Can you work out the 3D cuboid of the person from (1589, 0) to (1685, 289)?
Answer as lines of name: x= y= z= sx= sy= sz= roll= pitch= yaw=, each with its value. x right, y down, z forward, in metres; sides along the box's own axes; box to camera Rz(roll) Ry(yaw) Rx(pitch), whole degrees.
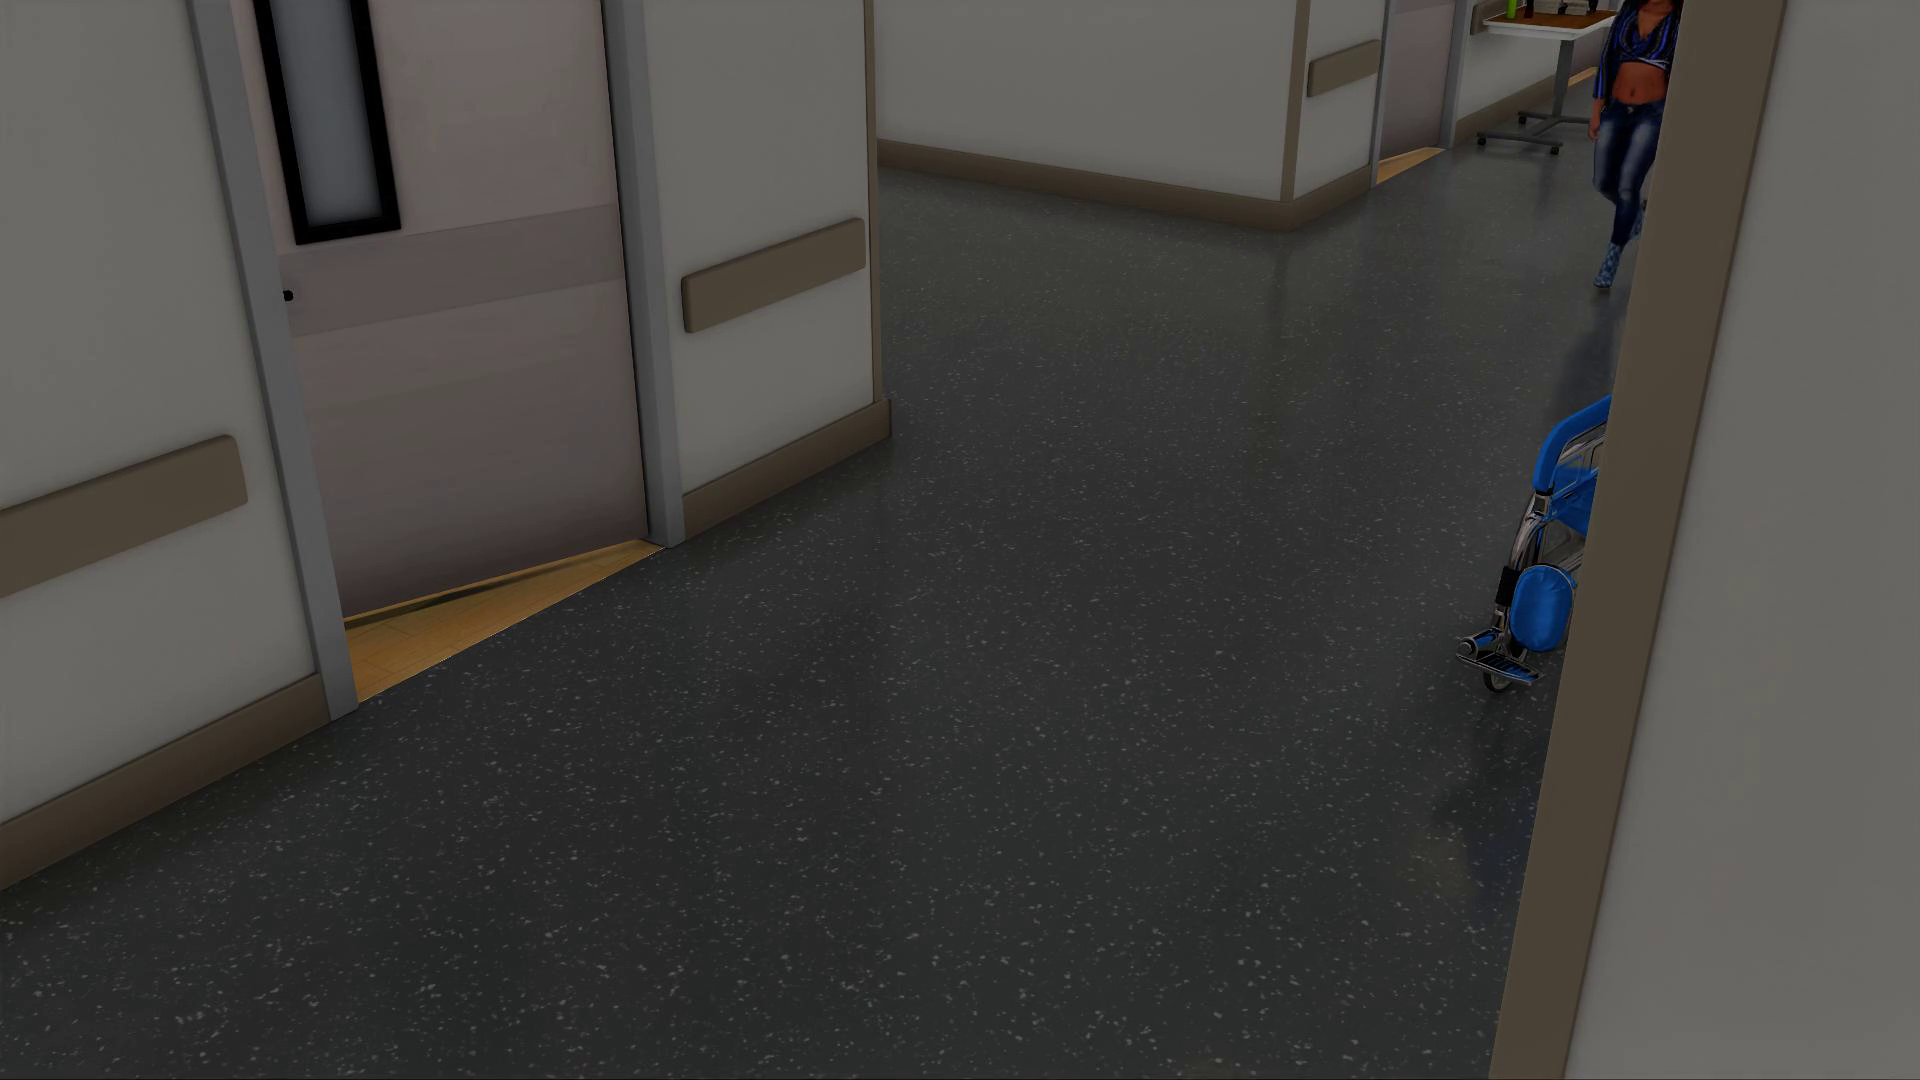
person: x=3.304 y=-2.048 z=8.091 sx=0.688 sy=1.599 sz=0.914 roll=22 pitch=33 yaw=37
